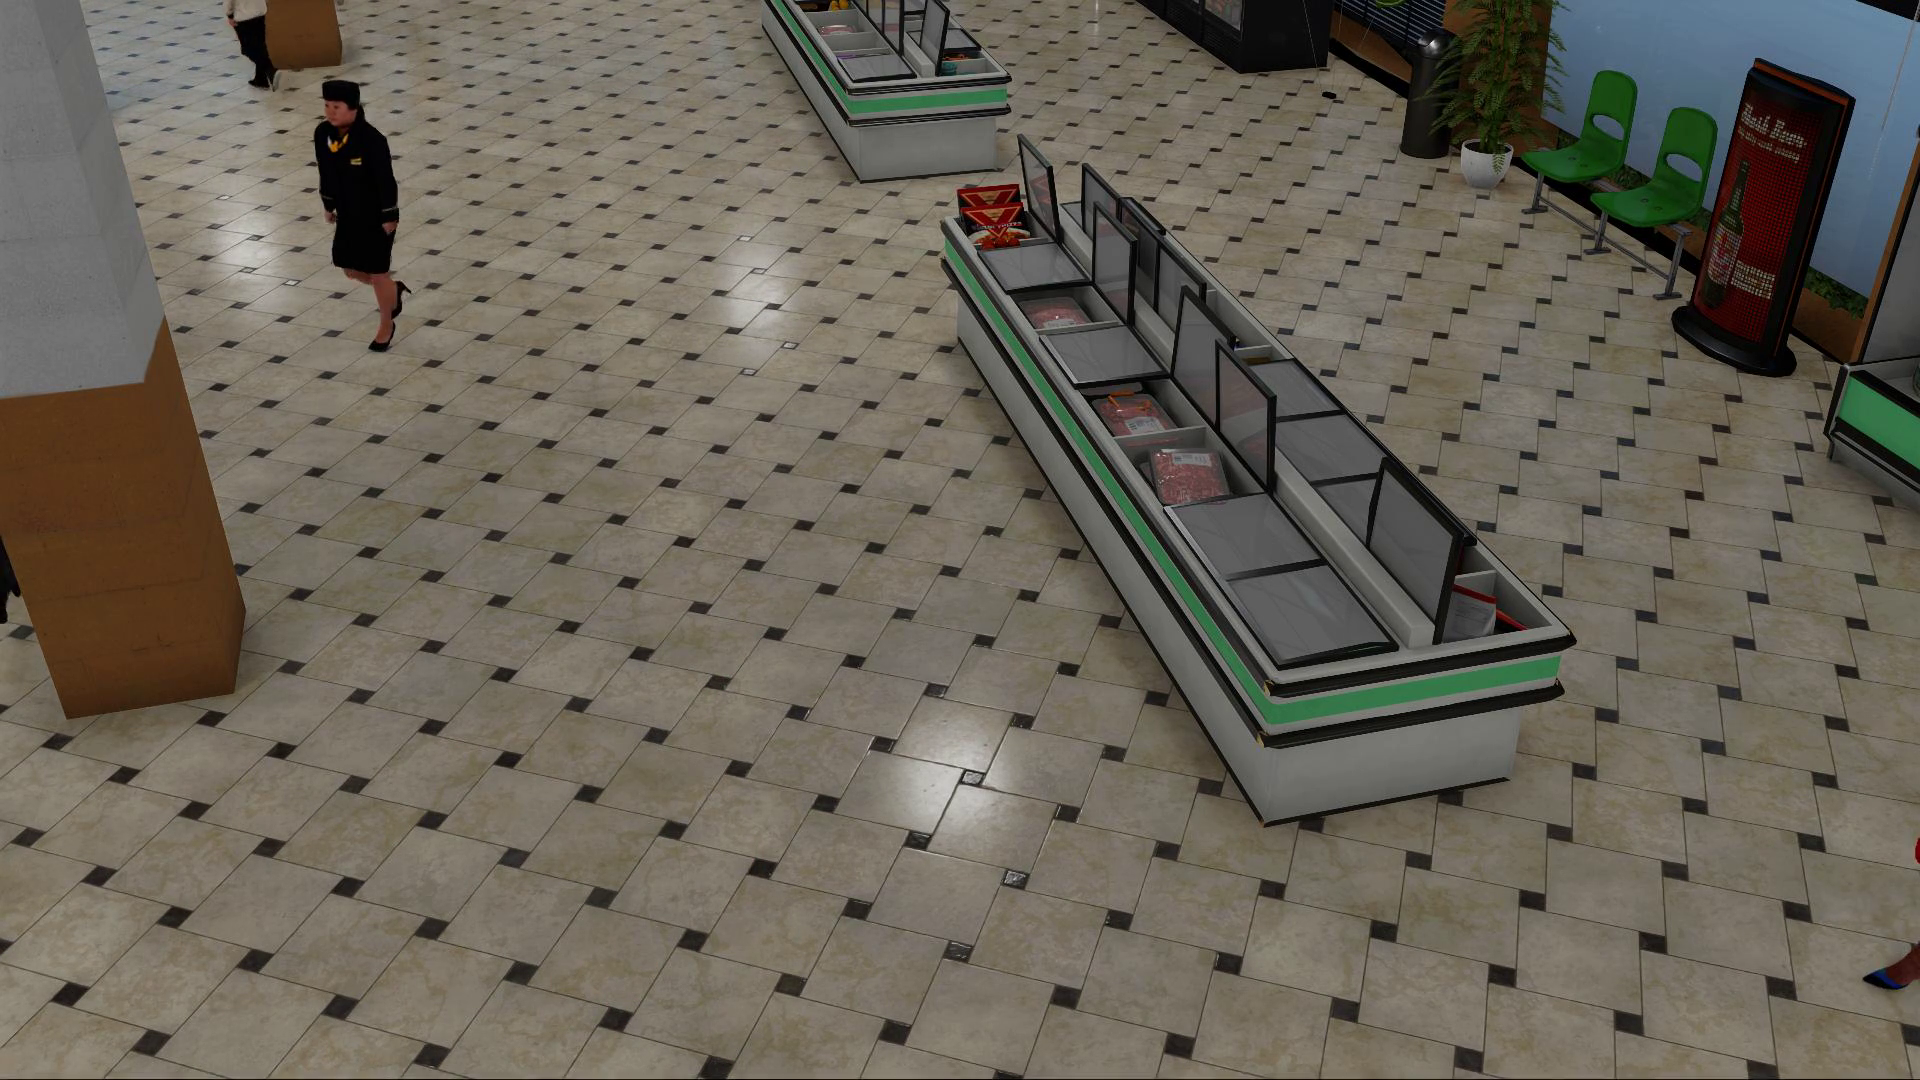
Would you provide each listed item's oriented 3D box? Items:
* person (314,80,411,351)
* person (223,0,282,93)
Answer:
[{"bbox_3d":[-3.617,-2.012,10.228,0.878,1.666,0.928,13,34,20],"label":"person"},{"bbox_3d":[-6.267,-4.673,14.716,0.919,1.442,0.854,18,36,26],"label":"person"}]
